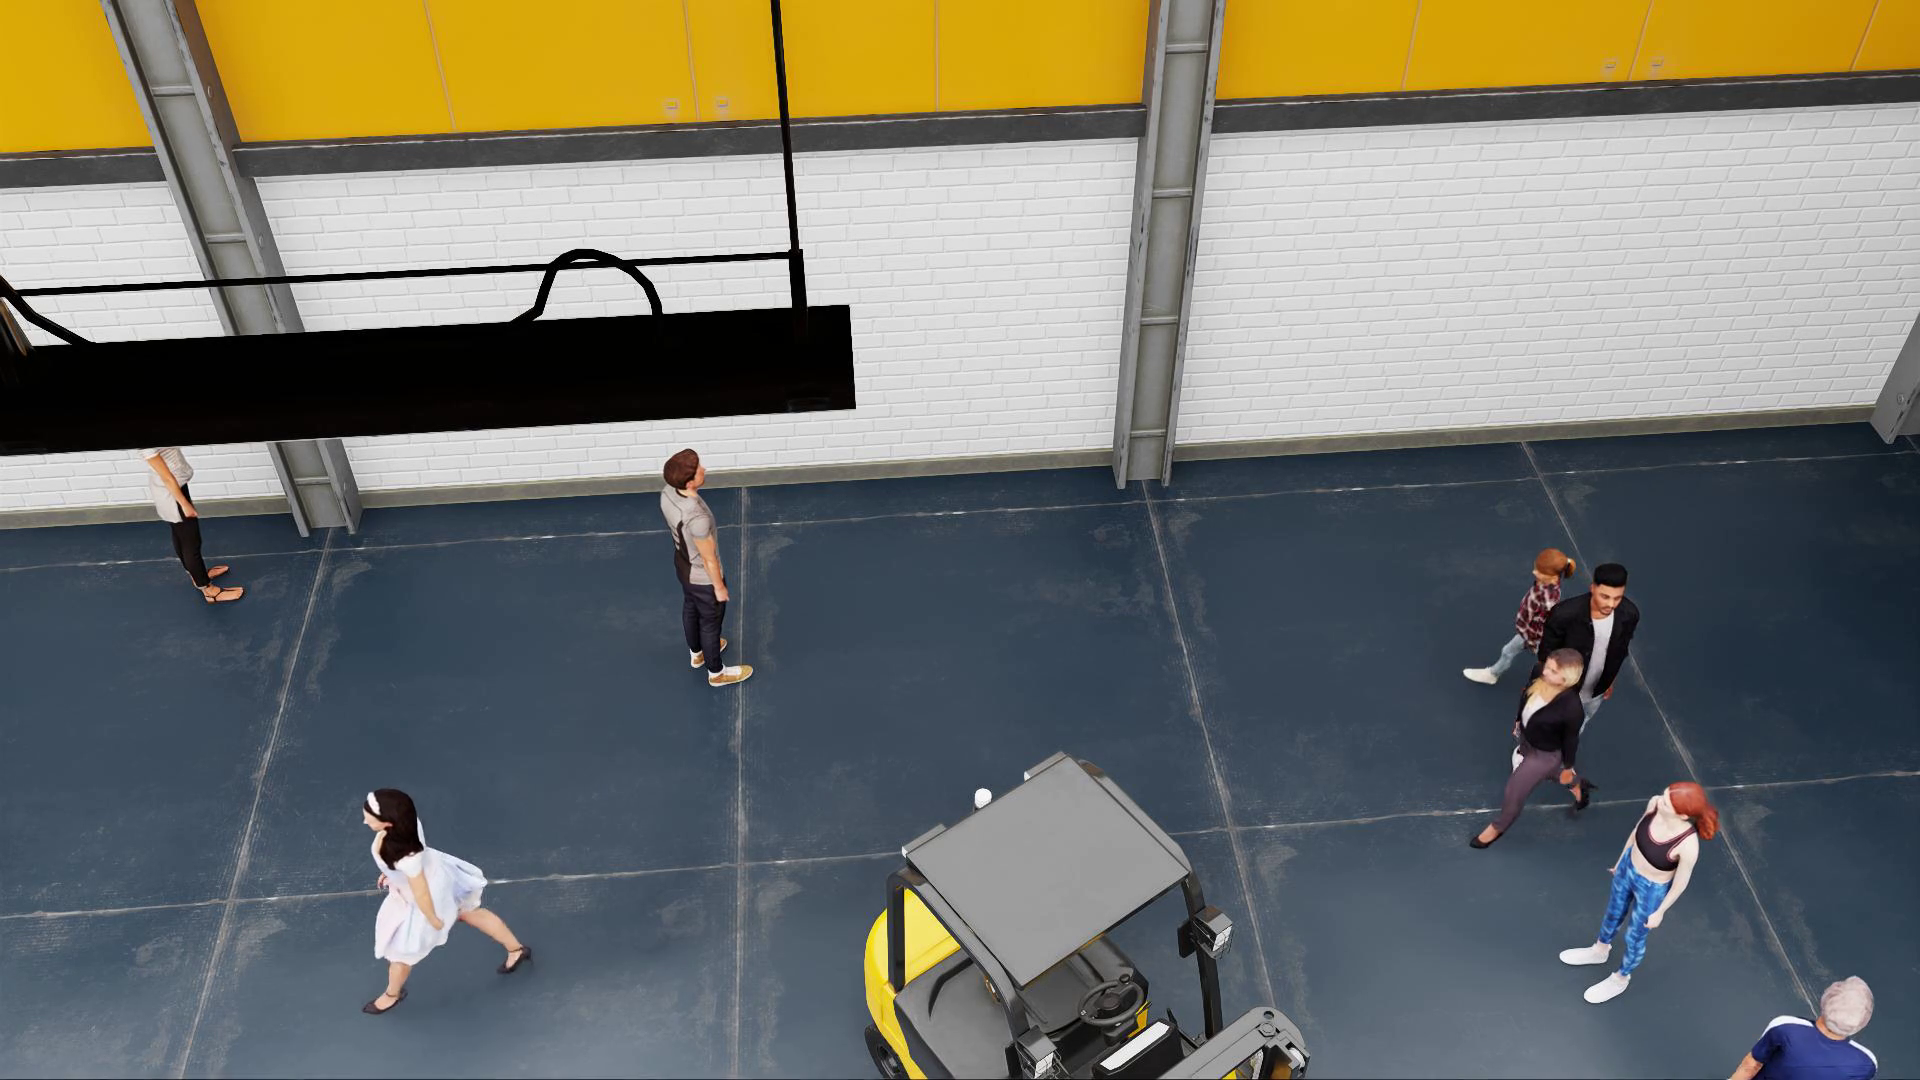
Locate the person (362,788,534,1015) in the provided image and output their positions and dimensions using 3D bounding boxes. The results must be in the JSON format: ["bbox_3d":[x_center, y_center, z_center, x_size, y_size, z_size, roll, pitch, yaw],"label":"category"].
[{"bbox_3d":[-2.738,1.871,8.825,1.230,1.760,0.819,-13,45,-13],"label":"person"}]

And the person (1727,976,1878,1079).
[{"bbox_3d":[3.868,2.735,7.884,1.036,1.806,1.040,22,48,21],"label":"person"}]

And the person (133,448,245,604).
[{"bbox_3d":[-5.259,-0.318,11.074,0.697,1.826,0.686,-27,50,-25],"label":"person"}]

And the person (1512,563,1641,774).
[{"bbox_3d":[3.675,0.782,9.933,0.540,1.807,0.757,-1,44,-1],"label":"person"}]

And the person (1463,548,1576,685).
[{"bbox_3d":[3.731,0.555,10.557,0.969,1.276,0.776,15,46,15],"label":"person"}]

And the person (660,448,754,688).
[{"bbox_3d":[-1.649,0.175,10.507,0.739,1.896,0.737,-26,49,-25],"label":"person"}]

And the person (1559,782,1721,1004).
[{"bbox_3d":[3.619,1.848,8.830,0.596,1.785,0.588,-9,44,-10],"label":"person"}]

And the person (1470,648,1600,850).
[{"bbox_3d":[3.444,1.203,9.618,1.094,1.632,0.721,-10,44,-10],"label":"person"}]
